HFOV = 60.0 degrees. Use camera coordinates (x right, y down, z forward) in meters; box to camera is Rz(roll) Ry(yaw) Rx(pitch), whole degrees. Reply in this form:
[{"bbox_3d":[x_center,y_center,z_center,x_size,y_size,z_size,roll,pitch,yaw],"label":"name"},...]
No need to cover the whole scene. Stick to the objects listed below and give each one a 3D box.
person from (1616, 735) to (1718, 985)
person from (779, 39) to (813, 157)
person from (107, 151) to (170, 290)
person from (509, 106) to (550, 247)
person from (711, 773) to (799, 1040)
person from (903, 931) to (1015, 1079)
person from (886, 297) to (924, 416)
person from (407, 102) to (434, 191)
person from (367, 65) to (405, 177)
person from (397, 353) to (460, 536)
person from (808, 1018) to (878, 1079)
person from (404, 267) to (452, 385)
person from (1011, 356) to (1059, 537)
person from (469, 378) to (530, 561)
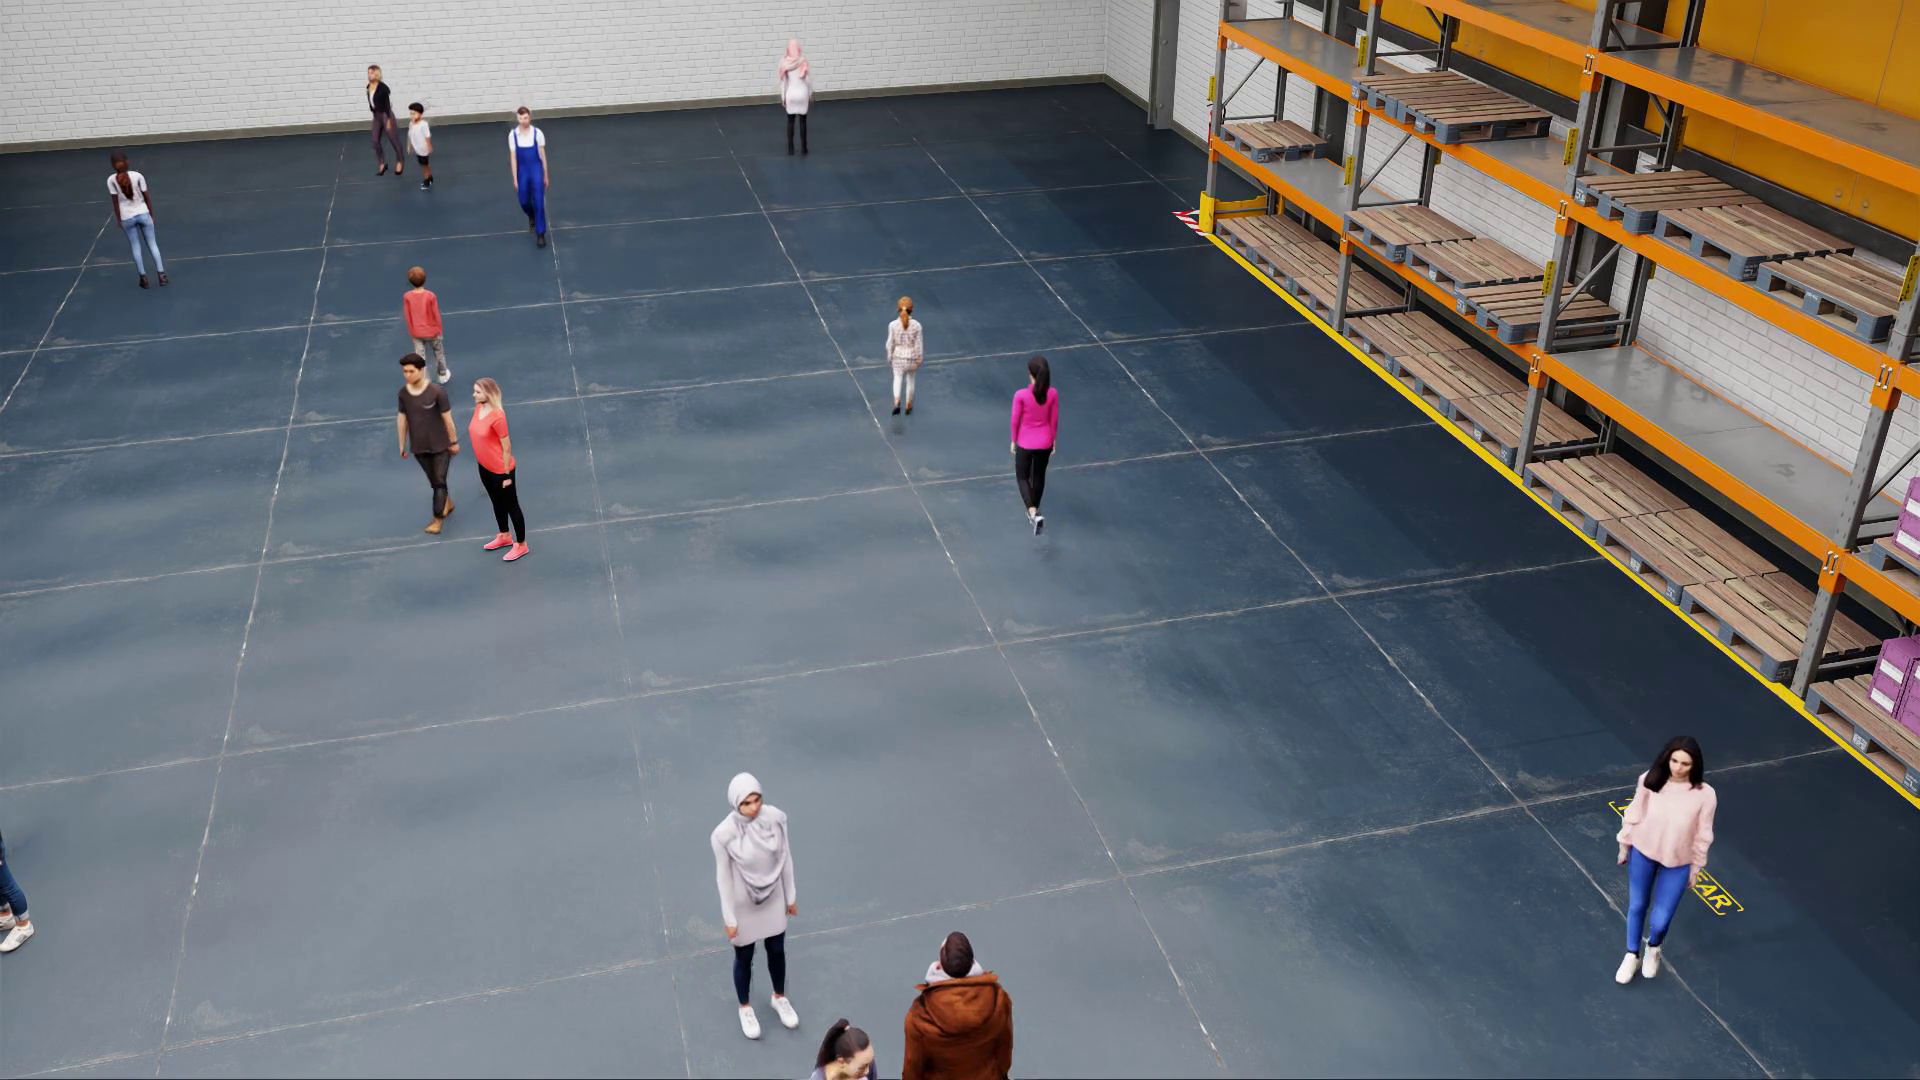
[{"bbox_3d":[4.205,1.870,9.913,0.755,1.763,0.842,21,35,34],"label":"person"},{"bbox_3d":[-2.538,-6.899,25.949,0.705,1.802,0.700,0,29,1],"label":"person"},{"bbox_3d":[-10.263,-3.998,20.715,0.631,1.721,0.592,-14,32,-24],"label":"person"},{"bbox_3d":[-5.743,-4.902,22.253,0.638,1.834,1.049,-7,29,-12],"label":"person"},{"bbox_3d":[-1.179,2.070,9.534,0.647,1.776,0.590,-13,31,-23],"label":"person"},{"bbox_3d":[0.029,2.735,8.255,0.715,1.832,0.671,-8,30,-15],"label":"person"},{"bbox_3d":[-0.575,-1.875,17.262,0.669,1.301,0.787,3,29,6],"label":"person"},{"bbox_3d":[-7.948,-5.865,24.637,0.674,1.243,0.746,12,31,21],"label":"person"},{"bbox_3d":[-8.598,-6.324,25.047,0.766,1.656,0.823,12,31,21],"label":"person"},{"bbox_3d":[-4.789,-0.934,15.134,0.908,1.686,1.083,5,29,10],"label":"person"},{"bbox_3d":[-0.672,2.941,8.088,0.763,1.632,0.762,-21,35,-33],"label":"person"},{"bbox_3d":[-5.726,-2.200,17.757,0.604,1.397,0.828,-4,29,-7],"label":"person"},{"bbox_3d":[0.688,-0.814,14.920,0.609,1.680,0.967,-5,29,-9],"label":"person"},{"bbox_3d":[-4.052,-0.637,14.584,0.732,1.693,0.623,-25,37,-38],"label":"person"}]
